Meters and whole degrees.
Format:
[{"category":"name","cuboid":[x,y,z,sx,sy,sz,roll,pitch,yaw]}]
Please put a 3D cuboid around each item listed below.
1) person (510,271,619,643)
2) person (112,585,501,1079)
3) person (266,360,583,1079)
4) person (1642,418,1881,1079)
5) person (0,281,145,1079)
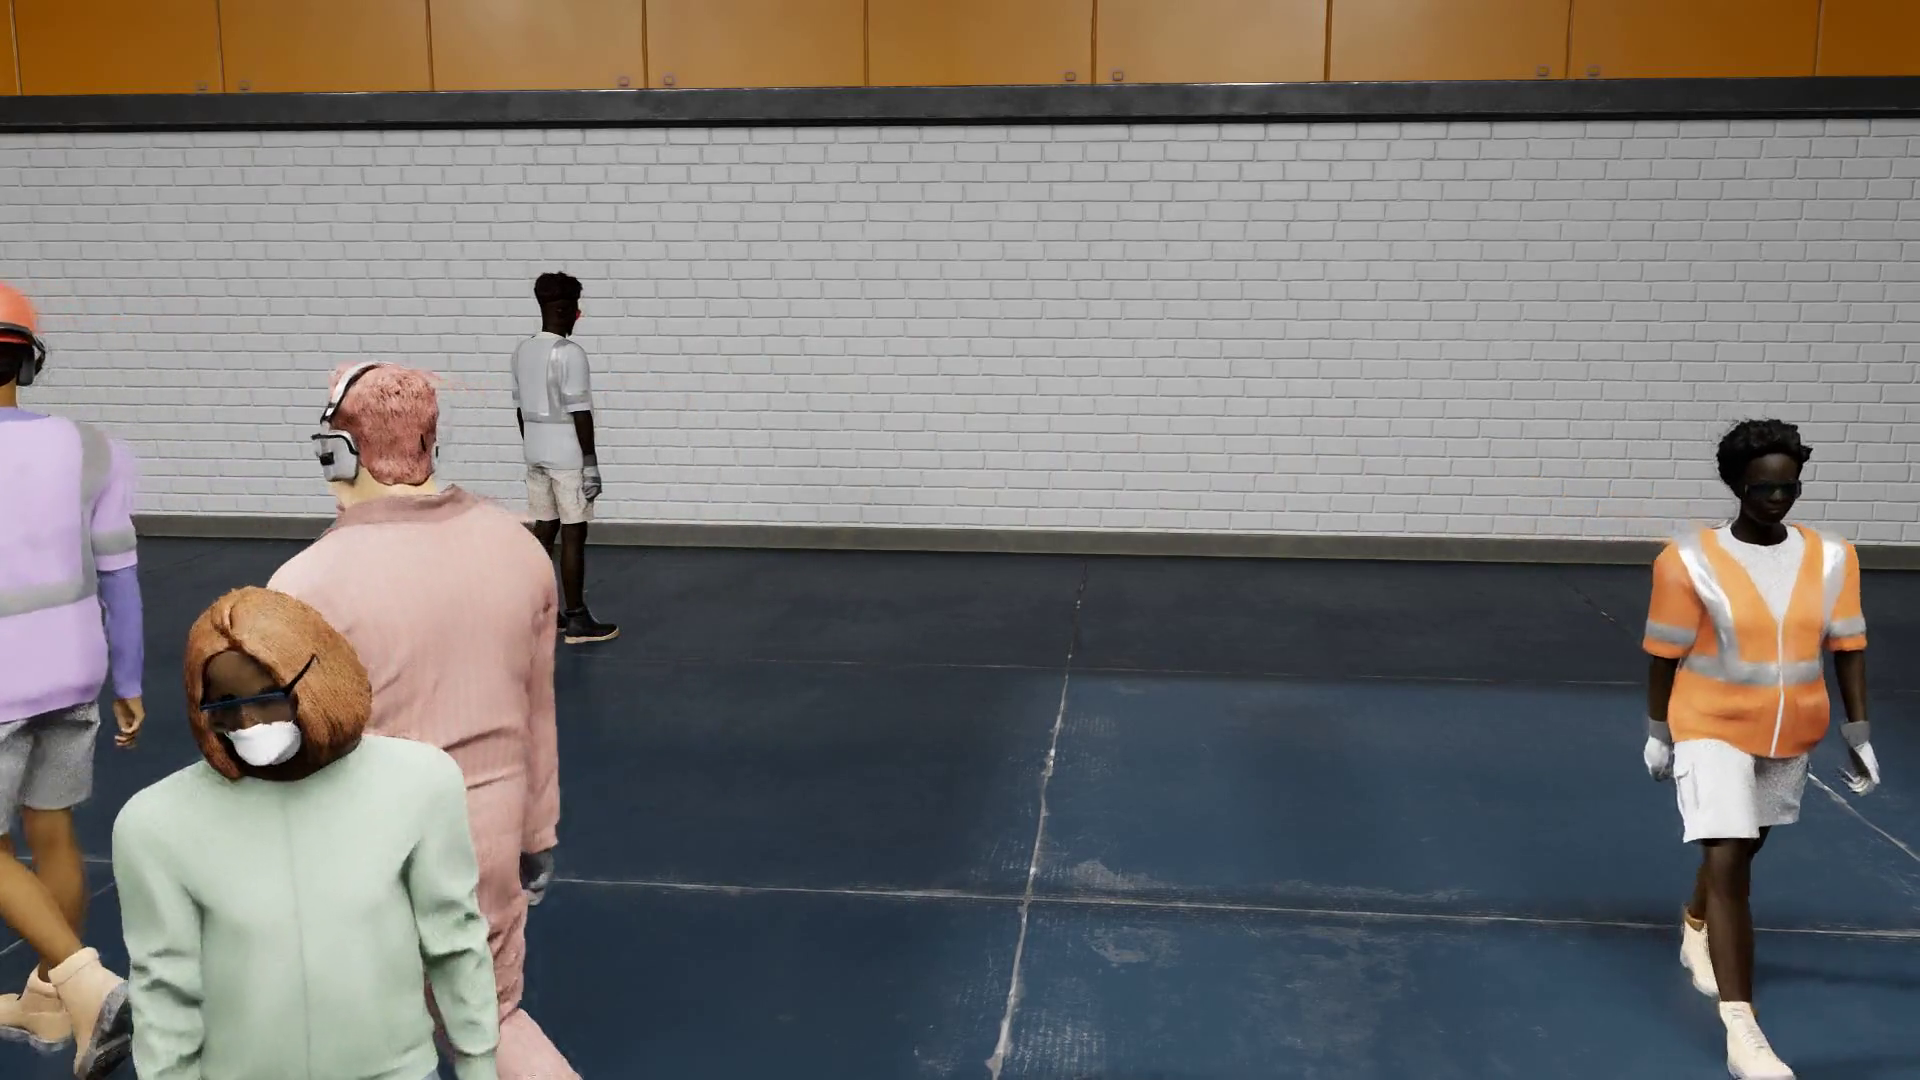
[{"category":"person","cuboid":[-2.113,-0.425,8.820,0.603,1.945,0.367,8,13,40]},{"category":"person","cuboid":[-0.983,0.838,2.567,0.518,1.607,0.520,-4,11,-23]},{"category":"person","cuboid":[-0.965,0.606,3.124,0.734,1.883,0.648,6,12,31]},{"category":"person","cuboid":[2.064,0.504,4.334,0.532,1.647,0.876,0,10,-2]},{"category":"person","cuboid":[-2.272,0.360,4.092,0.737,2.026,0.612,6,12,32]}]
